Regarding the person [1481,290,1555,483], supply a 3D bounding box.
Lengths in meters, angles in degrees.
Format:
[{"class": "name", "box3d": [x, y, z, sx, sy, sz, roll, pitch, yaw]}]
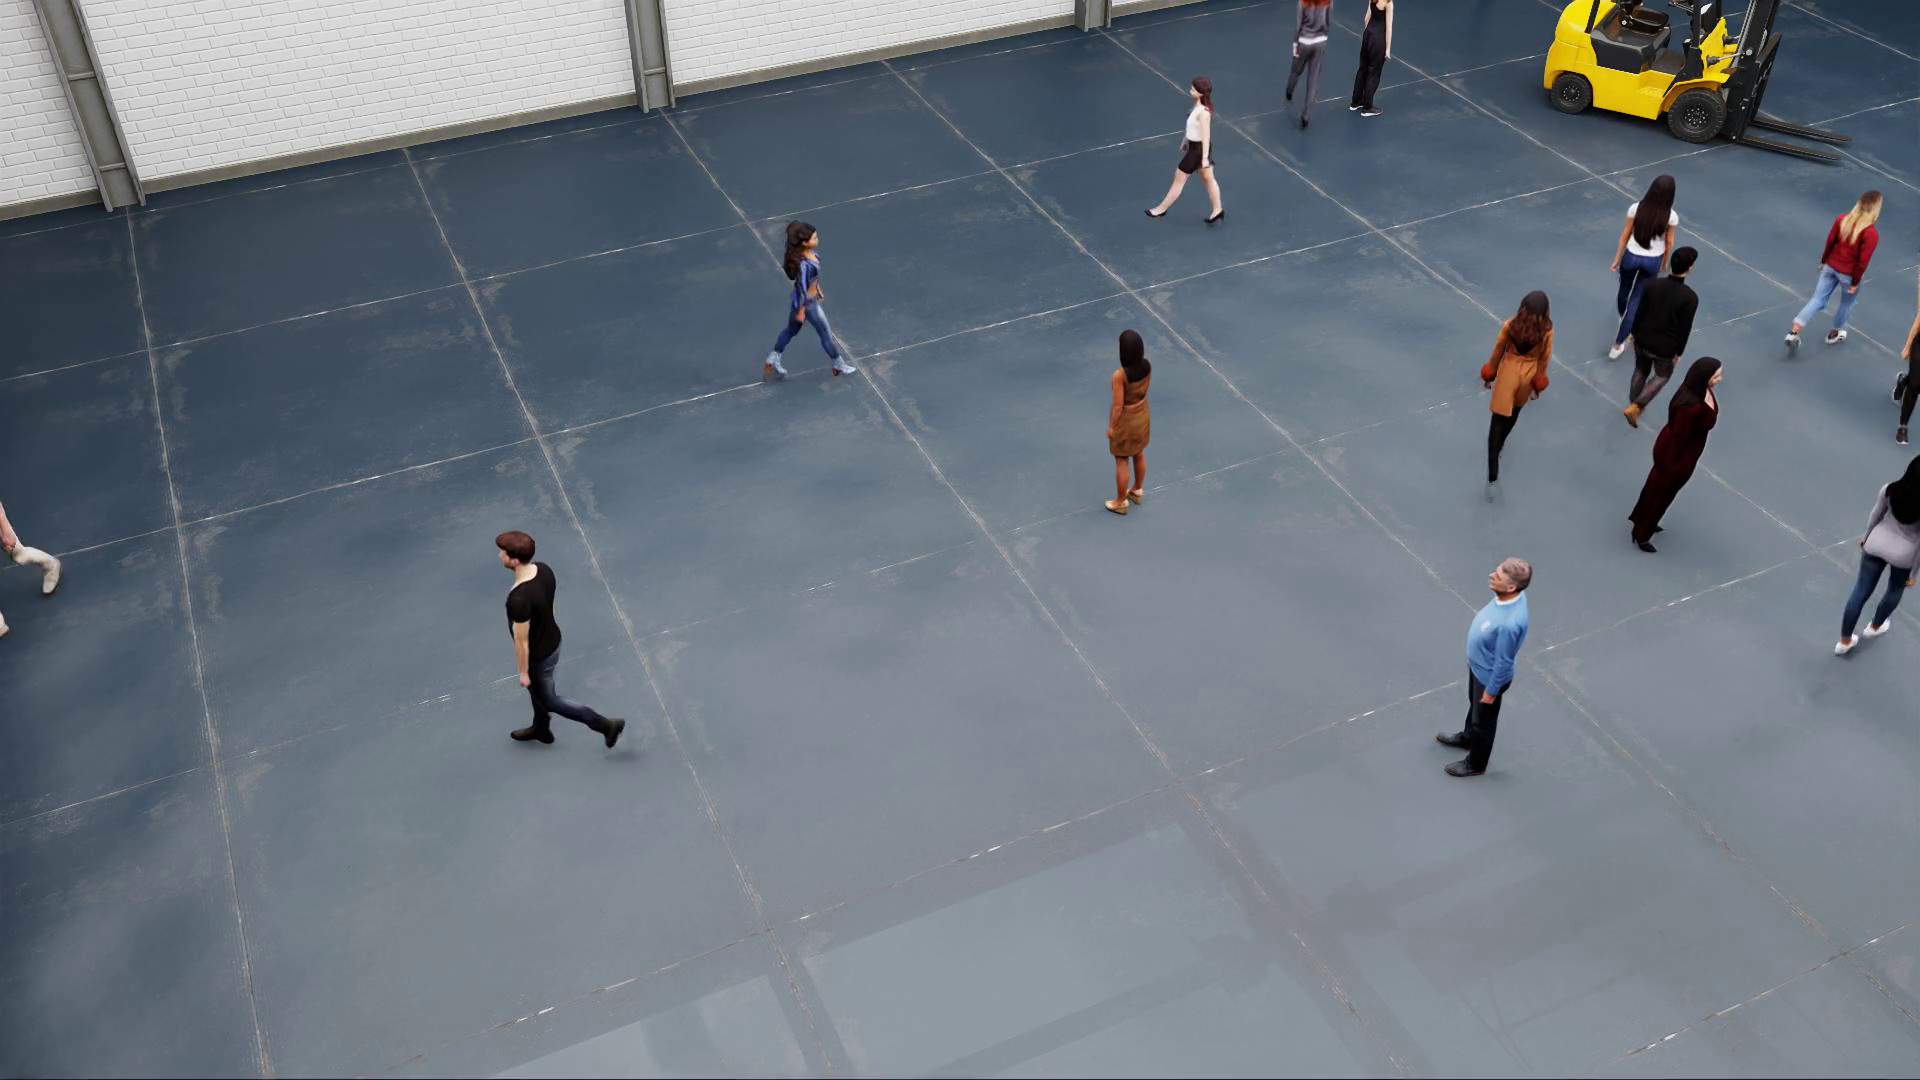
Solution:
[{"class": "person", "box3d": [4.587, -1.257, 13.763, 1.158, 1.693, 1.179, 9, 40, 12]}]

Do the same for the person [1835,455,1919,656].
[{"class": "person", "box3d": [6.653, 0.152, 11.981, 0.889, 1.717, 0.771, -30, 47, -32]}]

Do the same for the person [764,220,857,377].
[{"class": "person", "box3d": [-1.472, -2.117, 14.934, 1.149, 1.576, 0.846, -4, 39, -5]}]

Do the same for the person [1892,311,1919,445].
[{"class": "person", "box3d": [8.365, -1.672, 14.347, 1.024, 1.613, 1.035, 9, 40, 11]}]

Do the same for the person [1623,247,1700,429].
[{"class": "person", "box3d": [5.975, -1.695, 14.298, 0.890, 1.711, 0.789, -31, 48, -33]}]

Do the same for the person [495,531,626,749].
[{"class": "person", "box3d": [-2.728, 0.736, 11.124, 1.218, 1.872, 1.019, 3, 39, 3]}]

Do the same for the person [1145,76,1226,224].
[{"class": "person", "box3d": [2.557, -4.000, 17.270, 1.157, 1.603, 0.909, 1, 39, 1]}]

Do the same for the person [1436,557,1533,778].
[{"class": "person", "box3d": [3.540, 0.829, 11.051, 0.762, 1.820, 0.745, 6, 39, 7]}]

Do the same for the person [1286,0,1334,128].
[{"class": "person", "box3d": [4.069, -5.633, 19.214, 1.130, 1.729, 1.013, 2, 39, 3]}]

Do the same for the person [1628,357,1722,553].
[{"class": "person", "box3d": [5.597, -0.697, 13.011, 0.842, 1.757, 0.767, 16, 41, 19]}]

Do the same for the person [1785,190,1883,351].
[{"class": "person", "box3d": [8.073, -2.442, 15.318, 1.074, 1.605, 0.697, -23, 44, -26]}]

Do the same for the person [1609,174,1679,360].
[{"class": "person", "box3d": [6.215, -2.464, 15.245, 0.986, 1.731, 1.173, 21, 43, 24]}]

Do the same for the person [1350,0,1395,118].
[{"class": "person", "box3d": [4.850, -5.851, 19.474, 0.514, 1.746, 0.599, -18, 42, -21]}]

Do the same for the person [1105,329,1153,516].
[{"class": "person", "box3d": [1.360, -0.949, 13.383, 0.549, 1.686, 0.678, -32, 48, -33]}]
